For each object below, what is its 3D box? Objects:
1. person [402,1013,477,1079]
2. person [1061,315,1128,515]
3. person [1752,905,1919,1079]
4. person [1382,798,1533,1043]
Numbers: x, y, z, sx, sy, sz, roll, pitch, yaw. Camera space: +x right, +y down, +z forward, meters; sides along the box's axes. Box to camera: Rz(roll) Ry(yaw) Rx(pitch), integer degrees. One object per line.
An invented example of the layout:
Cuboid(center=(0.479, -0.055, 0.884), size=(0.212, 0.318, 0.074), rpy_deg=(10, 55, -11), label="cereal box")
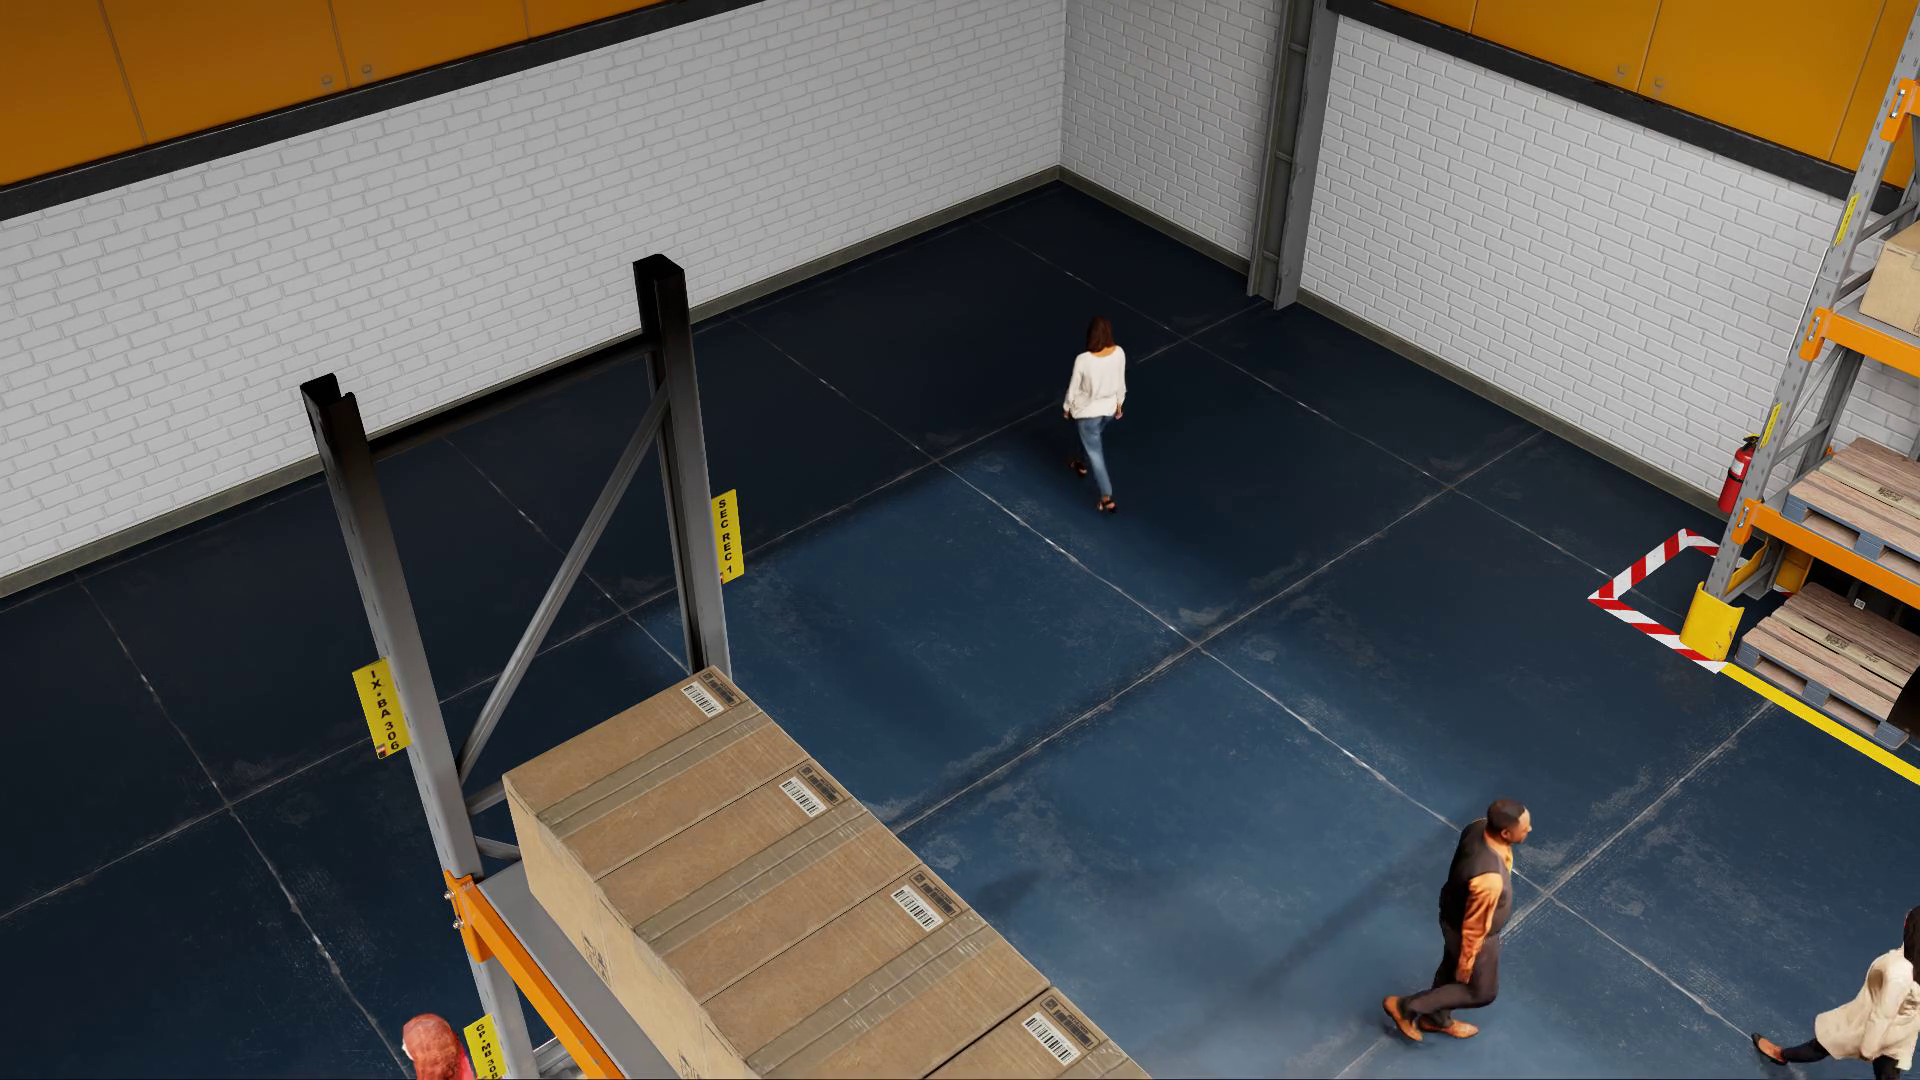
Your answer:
Cuboid(center=(-2.302, 2.873, 8.034), size=(0.803, 1.812, 0.702), rpy_deg=(-7, 39, -8), label="person")
Cuboid(center=(1.090, -0.949, 12.957), size=(0.804, 1.642, 1.114), rpy_deg=(-16, 41, -19), label="person")
Cuboid(center=(4.822, 2.569, 8.552), size=(0.777, 1.640, 1.112), rpy_deg=(-22, 43, -25), label="person")
Cuboid(center=(2.643, 2.065, 8.979), size=(0.988, 1.895, 0.922), rpy_deg=(7, 39, 8), label="person")
